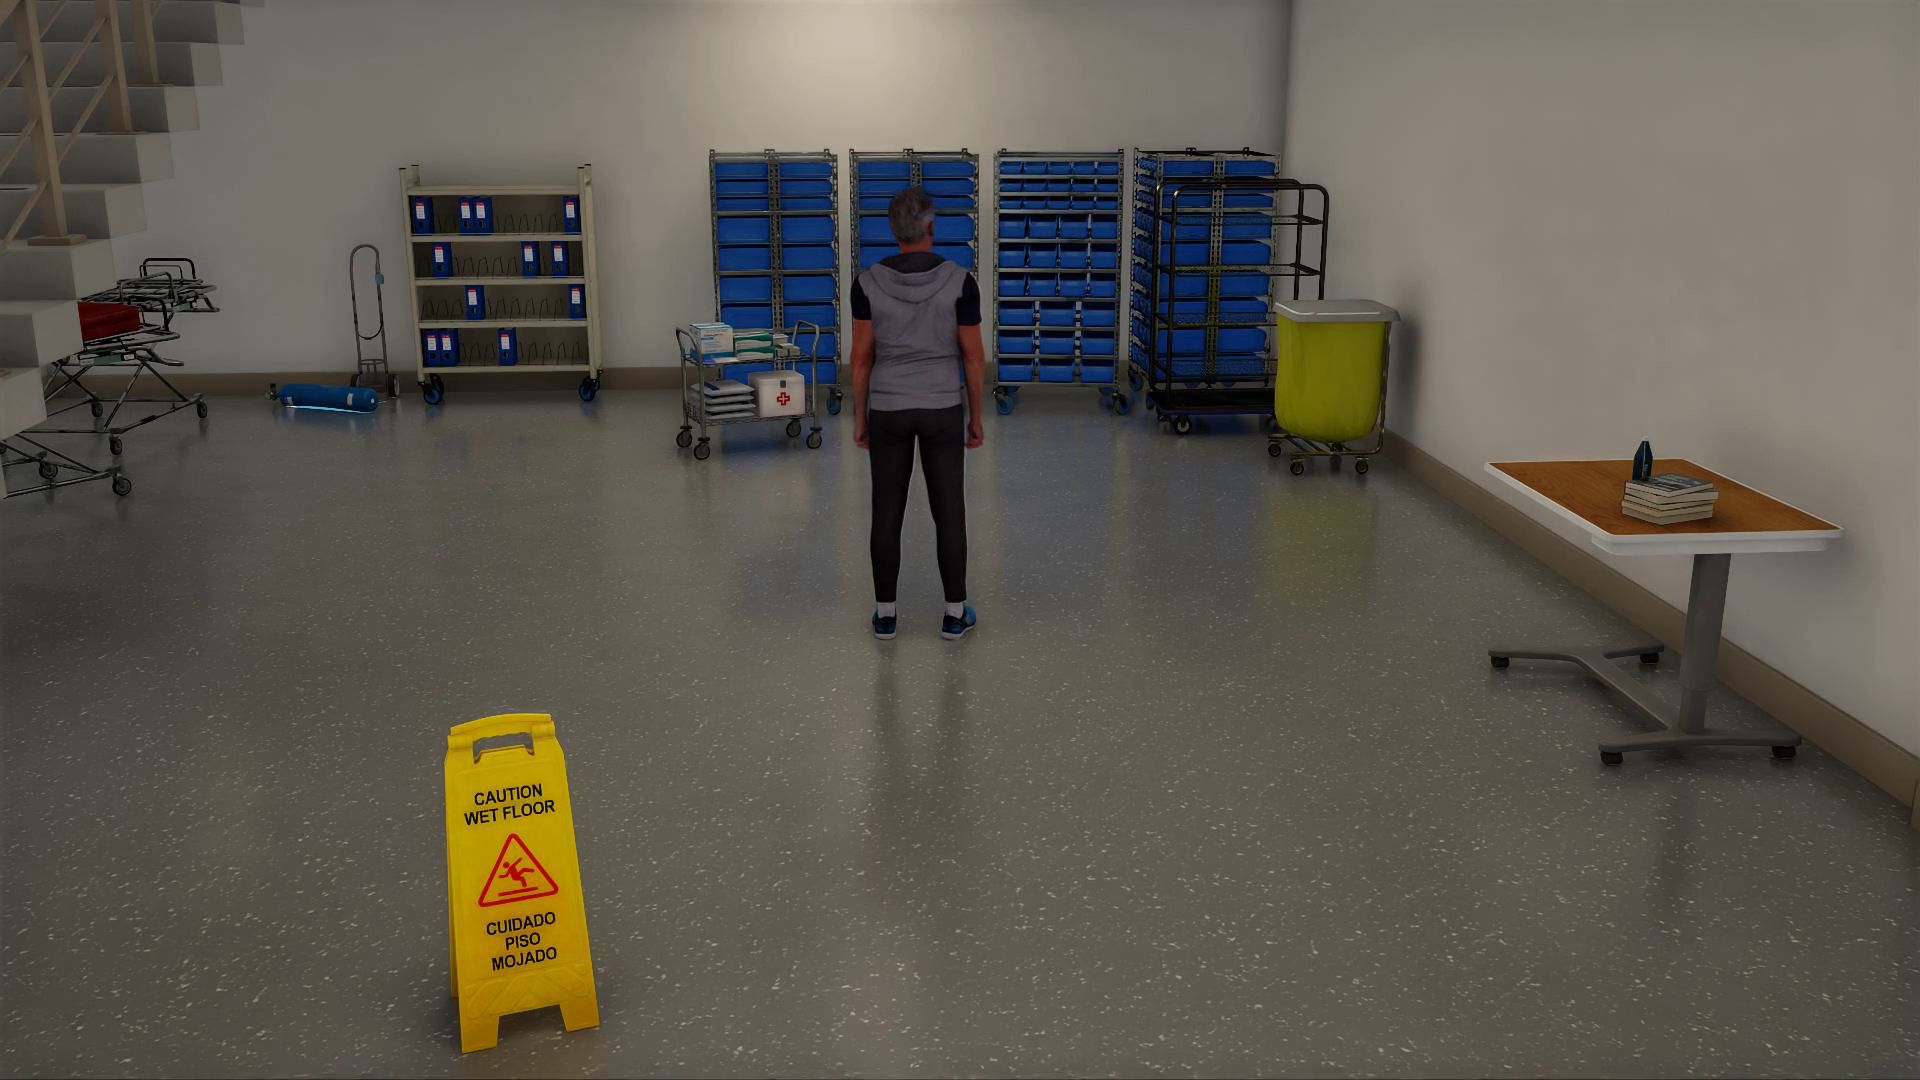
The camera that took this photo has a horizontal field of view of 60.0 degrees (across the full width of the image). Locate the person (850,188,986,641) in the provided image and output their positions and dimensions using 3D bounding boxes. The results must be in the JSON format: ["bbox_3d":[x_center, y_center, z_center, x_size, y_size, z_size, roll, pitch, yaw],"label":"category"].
[{"bbox_3d":[-0.180,-0.498,6.754,0.721,1.825,0.599,1,16,3],"label":"person"}]
